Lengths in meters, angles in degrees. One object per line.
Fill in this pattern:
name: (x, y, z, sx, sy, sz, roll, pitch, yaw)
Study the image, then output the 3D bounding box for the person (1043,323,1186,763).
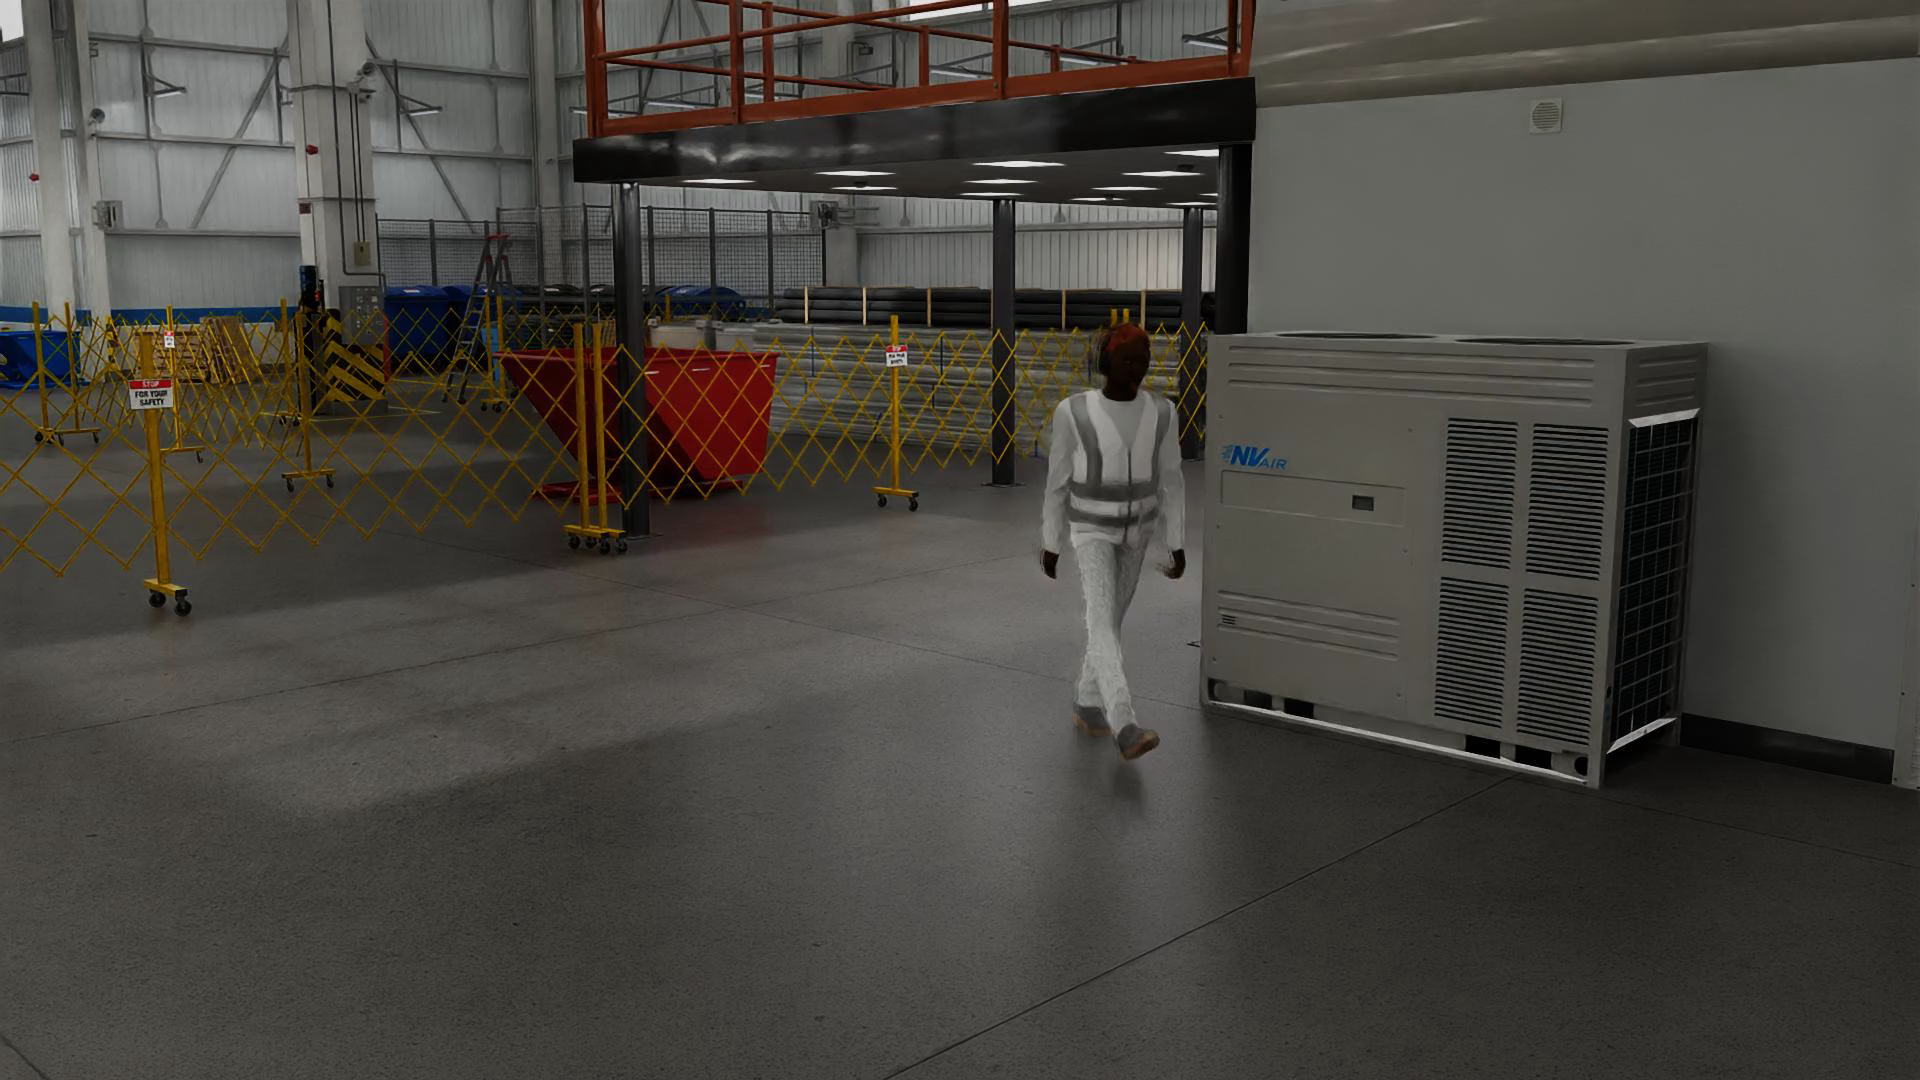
person: (0.703, 0.011, 7.070, 0.578, 1.832, 0.974, -4, 10, -21)
